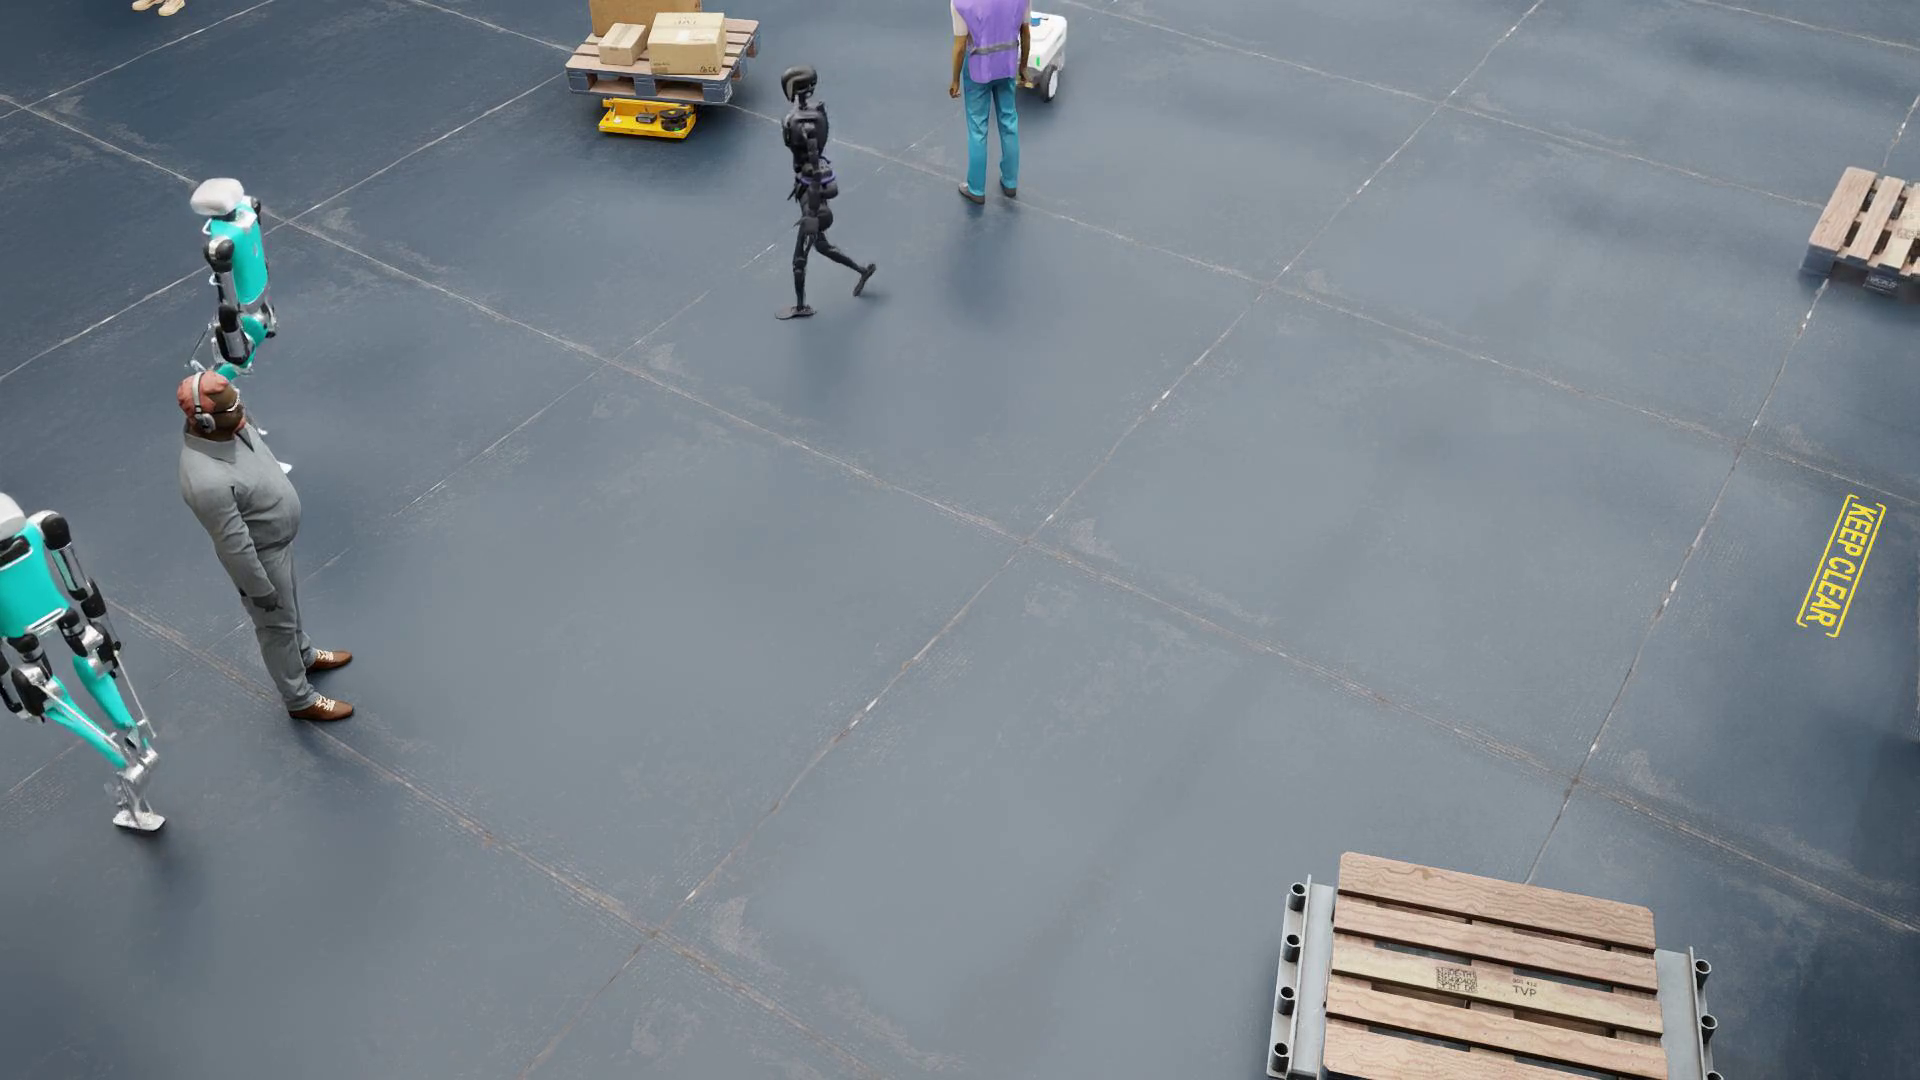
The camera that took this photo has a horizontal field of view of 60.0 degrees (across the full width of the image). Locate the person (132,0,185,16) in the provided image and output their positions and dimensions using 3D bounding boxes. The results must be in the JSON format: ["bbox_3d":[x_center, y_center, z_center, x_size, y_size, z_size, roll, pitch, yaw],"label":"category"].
[{"bbox_3d":[-6.687,-5.109,13.387,0.481,1.748,0.322,17,45,18],"label":"person"}]

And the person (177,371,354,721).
[{"bbox_3d":[-3.143,0.030,7.519,0.411,1.908,0.640,-10,43,-11],"label":"person"}]

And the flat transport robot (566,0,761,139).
[{"bbox_3d":[-2.211,-3.491,12.686,0.659,0.231,1.431,7,42,8],"label":"flat transport robot"}]

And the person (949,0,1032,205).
[{"bbox_3d":[0.208,-3.107,11.073,0.569,1.843,0.373,-15,44,-17],"label":"person"}]

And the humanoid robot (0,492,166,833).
[{"bbox_3d":[-3.647,0.632,6.984,0.740,1.797,0.549,26,48,26],"label":"humanoid robot"}]

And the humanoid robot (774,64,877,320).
[{"bbox_3d":[-0.847,-2.114,10.111,0.683,1.635,0.610,-10,43,-11],"label":"humanoid robot"}]

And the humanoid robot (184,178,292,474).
[{"bbox_3d":[-4.005,-1.110,8.943,0.809,1.802,0.530,1,42,1],"label":"humanoid robot"}]

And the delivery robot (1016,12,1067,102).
[{"bbox_3d":[0.559,-3.750,12.743,0.499,0.571,0.756,14,44,15],"label":"delivery robot"}]
